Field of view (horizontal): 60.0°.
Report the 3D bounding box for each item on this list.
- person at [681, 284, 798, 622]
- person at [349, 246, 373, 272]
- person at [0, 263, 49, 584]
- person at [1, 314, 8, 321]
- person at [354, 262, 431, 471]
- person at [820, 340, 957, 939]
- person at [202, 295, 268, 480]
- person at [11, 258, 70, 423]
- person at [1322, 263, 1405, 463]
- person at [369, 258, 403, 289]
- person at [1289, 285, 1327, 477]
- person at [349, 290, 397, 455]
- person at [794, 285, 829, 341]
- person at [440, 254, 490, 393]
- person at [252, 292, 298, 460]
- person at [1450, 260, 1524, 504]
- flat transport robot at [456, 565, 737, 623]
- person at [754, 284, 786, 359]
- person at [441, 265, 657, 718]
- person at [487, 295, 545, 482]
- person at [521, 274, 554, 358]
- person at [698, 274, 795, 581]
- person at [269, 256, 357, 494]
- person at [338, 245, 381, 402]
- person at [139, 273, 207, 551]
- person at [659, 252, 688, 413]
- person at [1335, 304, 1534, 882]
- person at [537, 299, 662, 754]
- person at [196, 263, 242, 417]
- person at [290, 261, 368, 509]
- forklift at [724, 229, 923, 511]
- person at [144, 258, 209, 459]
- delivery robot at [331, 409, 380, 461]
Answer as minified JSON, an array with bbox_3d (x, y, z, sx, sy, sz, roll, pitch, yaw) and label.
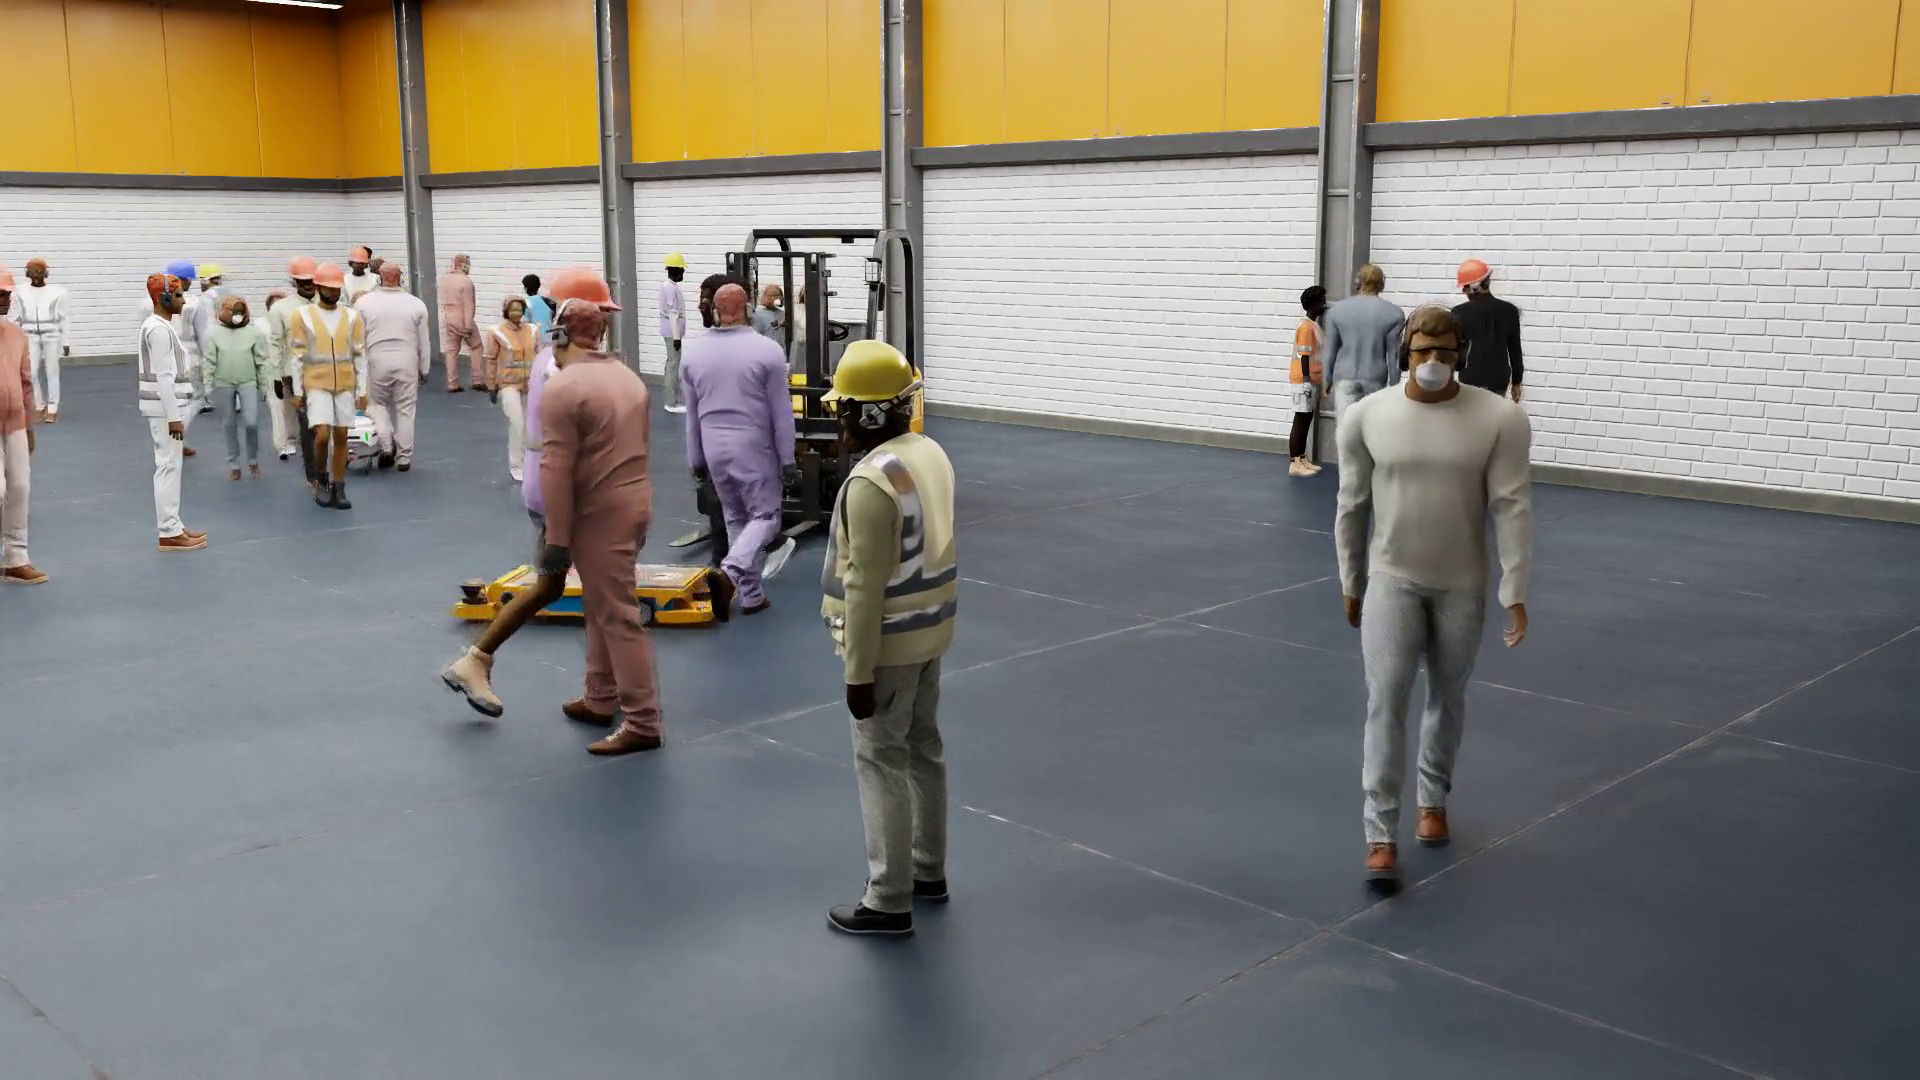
[{"bbox_3d":[-1.245,-0.460,9.153,0.667,1.874,0.754,4,11,23],"label":"person"},{"bbox_3d":[-9.402,-3.657,26.308,0.603,1.959,0.374,7,12,32],"label":"person"},{"bbox_3d":[-5.893,-0.693,10.094,0.553,1.974,0.628,3,11,16],"label":"person"},{"bbox_3d":[-8.018,-1.357,13.543,0.535,2.000,0.674,-7,13,-35],"label":"person"},{"bbox_3d":[-5.142,-1.567,15.089,0.679,1.887,0.455,-4,11,-19],"label":"person"},{"bbox_3d":[-0.222,0.305,5.088,0.403,1.825,0.597,4,11,21],"label":"person"},{"bbox_3d":[-6.293,-1.312,14.457,0.518,1.618,0.495,-4,11,-19],"label":"person"},{"bbox_3d":[-10.390,-2.244,18.821,0.591,1.868,0.555,-3,11,-18],"label":"person"},{"bbox_3d":[3.249,-1.282,13.489,0.652,1.913,0.726,3,11,18],"label":"person"},{"bbox_3d":[-8.235,-3.061,23.484,0.935,1.794,0.661,5,11,25],"label":"person"},{"bbox_3d":[3.096,-1.413,14.809,0.320,1.694,0.531,4,11,22],"label":"person"},{"bbox_3d":[-5.622,-1.595,16.012,0.529,1.609,0.517,6,12,32],"label":"person"},{"bbox_3d":[-1.718,-2.045,18.502,0.520,1.608,0.770,-7,12,-33],"label":"person"},{"bbox_3d":[-6.747,-2.957,22.729,0.640,1.877,0.744,7,12,32],"label":"person"},{"bbox_3d":[-6.493,-1.581,15.971,0.536,1.586,0.856,-5,11,-25],"label":"person"},{"bbox_3d":[4.194,-1.295,13.518,0.641,1.925,0.951,-2,11,-11],"label":"person"},{"bbox_3d":[-2.031,0.291,9.387,1.431,0.197,0.652,1,10,5],"label":"flat transport robot"},{"bbox_3d":[-1.964,-1.910,17.710,0.338,1.624,0.505,9,13,39],"label":"person"},{"bbox_3d":[-1.825,-0.186,7.268,0.877,2.013,0.610,-5,12,-27],"label":"person"},{"bbox_3d":[-3.812,-1.313,14.463,0.577,1.617,0.520,10,14,42],"label":"person"},{"bbox_3d":[-5.052,-2.382,20.144,0.551,1.671,0.542,9,14,40],"label":"person"},{"bbox_3d":[-1.393,-0.668,10.173,0.562,1.901,0.611,-3,11,-14],"label":"person"},{"bbox_3d":[-5.340,-1.365,13.825,0.612,1.954,0.883,-10,14,-43],"label":"person"},{"bbox_3d":[-7.738,-2.800,21.515,0.650,2.011,0.791,-3,11,-17],"label":"person"},{"bbox_3d":[-5.399,-0.870,11.341,0.350,1.880,0.578,-5,11,-25],"label":"person"},{"bbox_3d":[-3.437,-2.496,20.063,0.366,1.926,0.594,-3,11,-14],"label":"person"},{"bbox_3d":[1.559,0.181,5.543,0.649,1.901,0.948,3,11,15],"label":"person"},{"bbox_3d":[-1.526,-0.061,6.972,0.663,1.868,0.648,3,11,17],"label":"person"},{"bbox_3d":[-8.811,-2.337,19.521,0.703,1.805,0.620,1,10,6],"label":"person"},{"bbox_3d":[-4.871,-1.186,12.908,0.555,1.924,0.416,-8,13,-37],"label":"person"},{"bbox_3d":[-1.050,-1.319,12.920,1.214,2.155,2.313,2,11,13],"label":"forklift"},{"bbox_3d":[-7.371,-1.678,15.619,0.646,1.918,0.662,0,10,1],"label":"person"},{"bbox_3d":[-5.444,-0.940,15.067,0.477,0.478,0.707,-1,10,-6],"label":"delivery robot"}]
